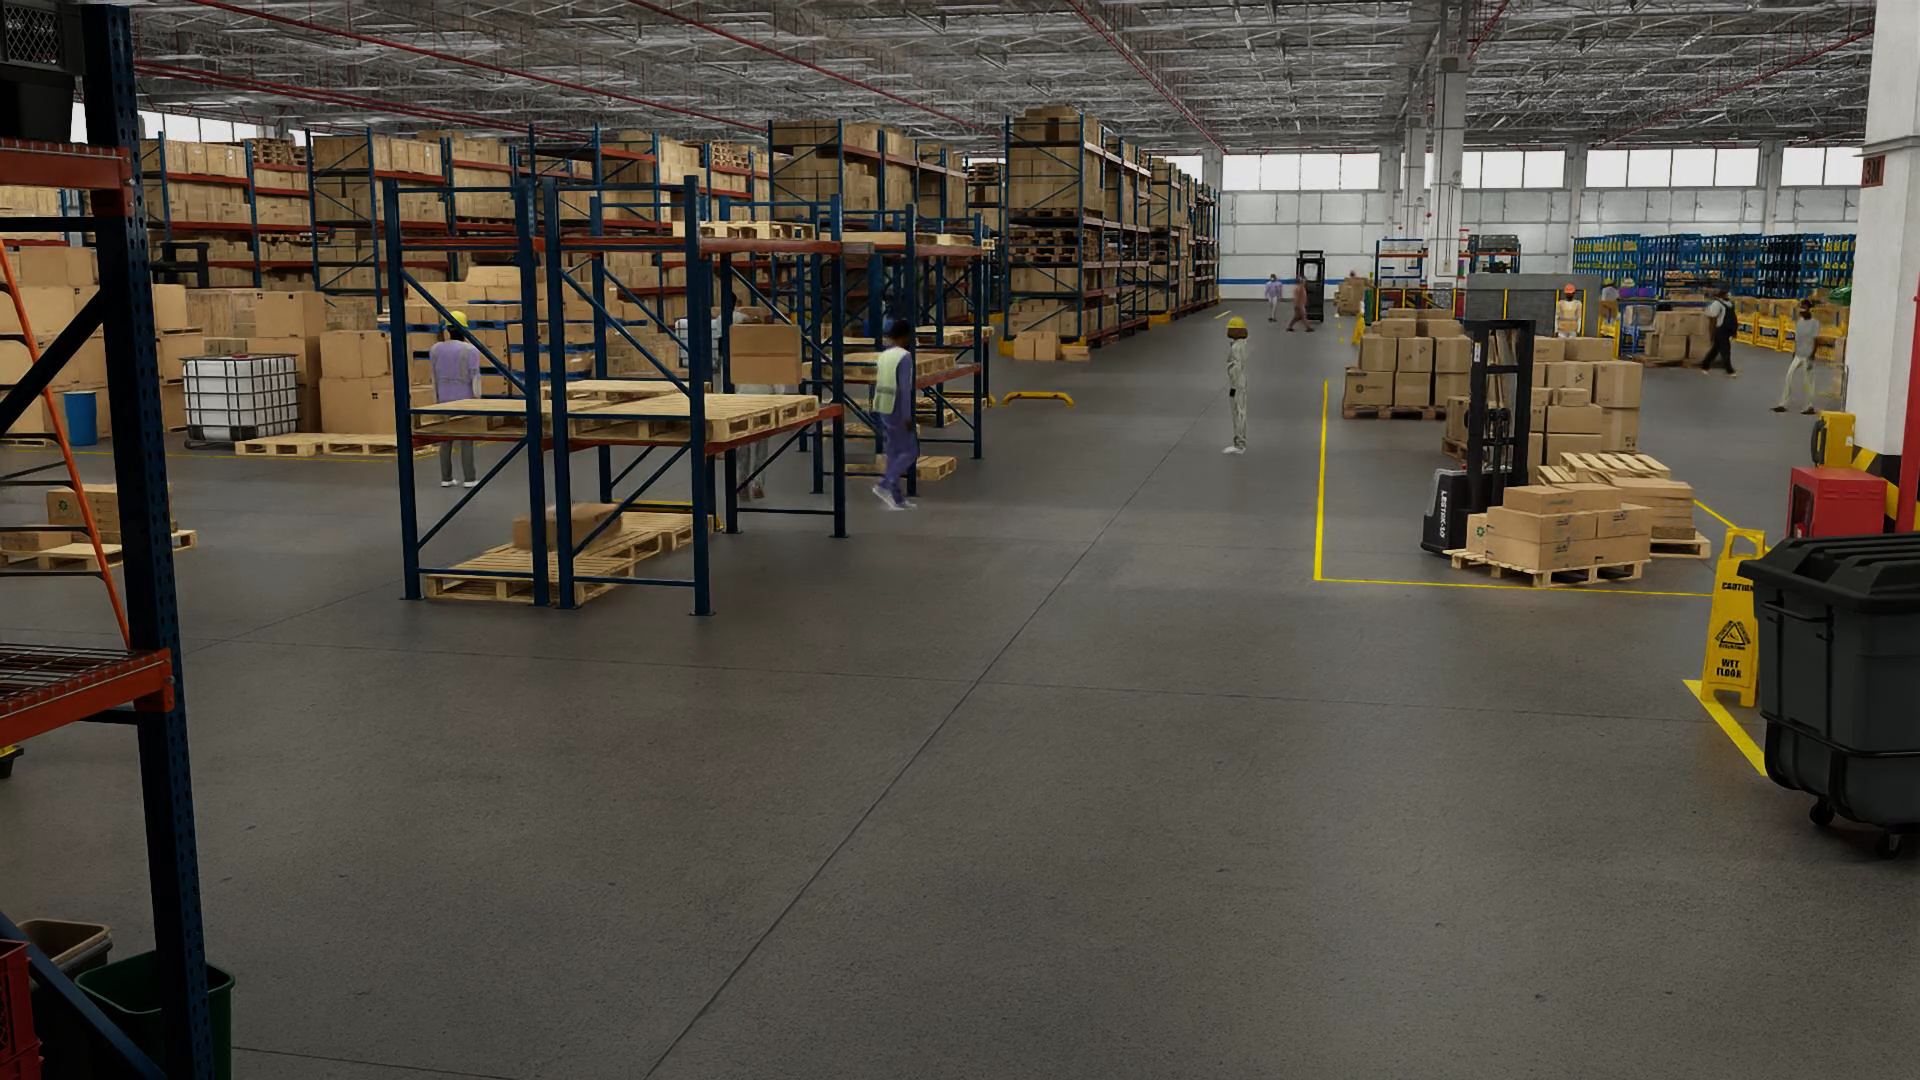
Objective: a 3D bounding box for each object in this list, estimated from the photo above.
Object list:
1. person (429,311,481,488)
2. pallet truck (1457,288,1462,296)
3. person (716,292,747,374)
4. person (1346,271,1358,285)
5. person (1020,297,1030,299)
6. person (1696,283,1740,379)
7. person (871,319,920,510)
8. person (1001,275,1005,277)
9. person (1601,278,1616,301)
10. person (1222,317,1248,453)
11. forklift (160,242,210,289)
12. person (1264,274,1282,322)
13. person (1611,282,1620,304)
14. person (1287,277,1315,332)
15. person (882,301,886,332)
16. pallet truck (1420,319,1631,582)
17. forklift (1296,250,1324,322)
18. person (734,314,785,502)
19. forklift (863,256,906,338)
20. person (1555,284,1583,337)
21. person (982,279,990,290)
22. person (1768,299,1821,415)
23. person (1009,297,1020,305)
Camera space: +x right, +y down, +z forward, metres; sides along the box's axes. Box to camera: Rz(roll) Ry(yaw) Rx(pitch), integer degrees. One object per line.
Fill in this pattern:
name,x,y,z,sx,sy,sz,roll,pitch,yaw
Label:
person,-5.459,-1.522,18.083,0.584,1.918,0.408,2,10,12
pallet truck,20.506,-9.785,68.819,0.653,1.274,1.630,2,10,12
person,-3.645,-2.988,26.608,0.366,1.962,0.614,9,13,44
person,18.684,-11.856,79.219,0.626,1.945,1.005,0,10,1
person,2.130,-7.006,51.257,0.536,1.681,0.679,3,10,16
person,15.902,-4.413,34.820,0.678,2.000,0.987,-9,13,-43
person,-0.627,-1.224,16.399,0.466,1.879,0.686,-5,11,-27
person,2.390,-14.081,92.817,0.584,1.793,0.923,-3,10,-18
person,22.065,-8.007,56.707,0.591,1.837,0.403,-5,11,-26
person,3.524,-1.981,21.301,0.305,1.743,0.494,3,10,18
forklift,-16.063,-4.810,34.690,1.129,2.768,1.873,2,10,12
person,12.376,-9.582,65.898,0.655,1.881,1.035,6,11,31
person,23.604,-8.497,60.134,0.549,1.642,0.858,-1,10,-6
person,11.669,-8.050,56.931,1.011,1.858,0.643,4,10,21
person,-1.830,-4.806,37.674,0.437,1.861,0.502,3,10,16
pallet truck,4.543,-0.757,13.299,0.823,1.965,1.885,-4,10,-22
forklift,13.778,-10.002,65.433,1.129,2.768,1.873,2,10,12
person,-2.095,-1.337,16.989,0.620,1.903,0.763,-2,10,-11
forklift,-1.568,-5.544,39.037,1.129,2.768,1.873,2,10,12
person,13.160,-4.560,35.994,0.548,1.936,0.378,3,10,18
person,1.373,-13.752,91.024,0.542,1.722,0.862,2,10,9
person,13.304,-2.888,26.398,0.879,1.835,0.566,-3,10,-19
person,1.930,-7.757,55.776,0.529,1.653,0.850,-2,10,-12
